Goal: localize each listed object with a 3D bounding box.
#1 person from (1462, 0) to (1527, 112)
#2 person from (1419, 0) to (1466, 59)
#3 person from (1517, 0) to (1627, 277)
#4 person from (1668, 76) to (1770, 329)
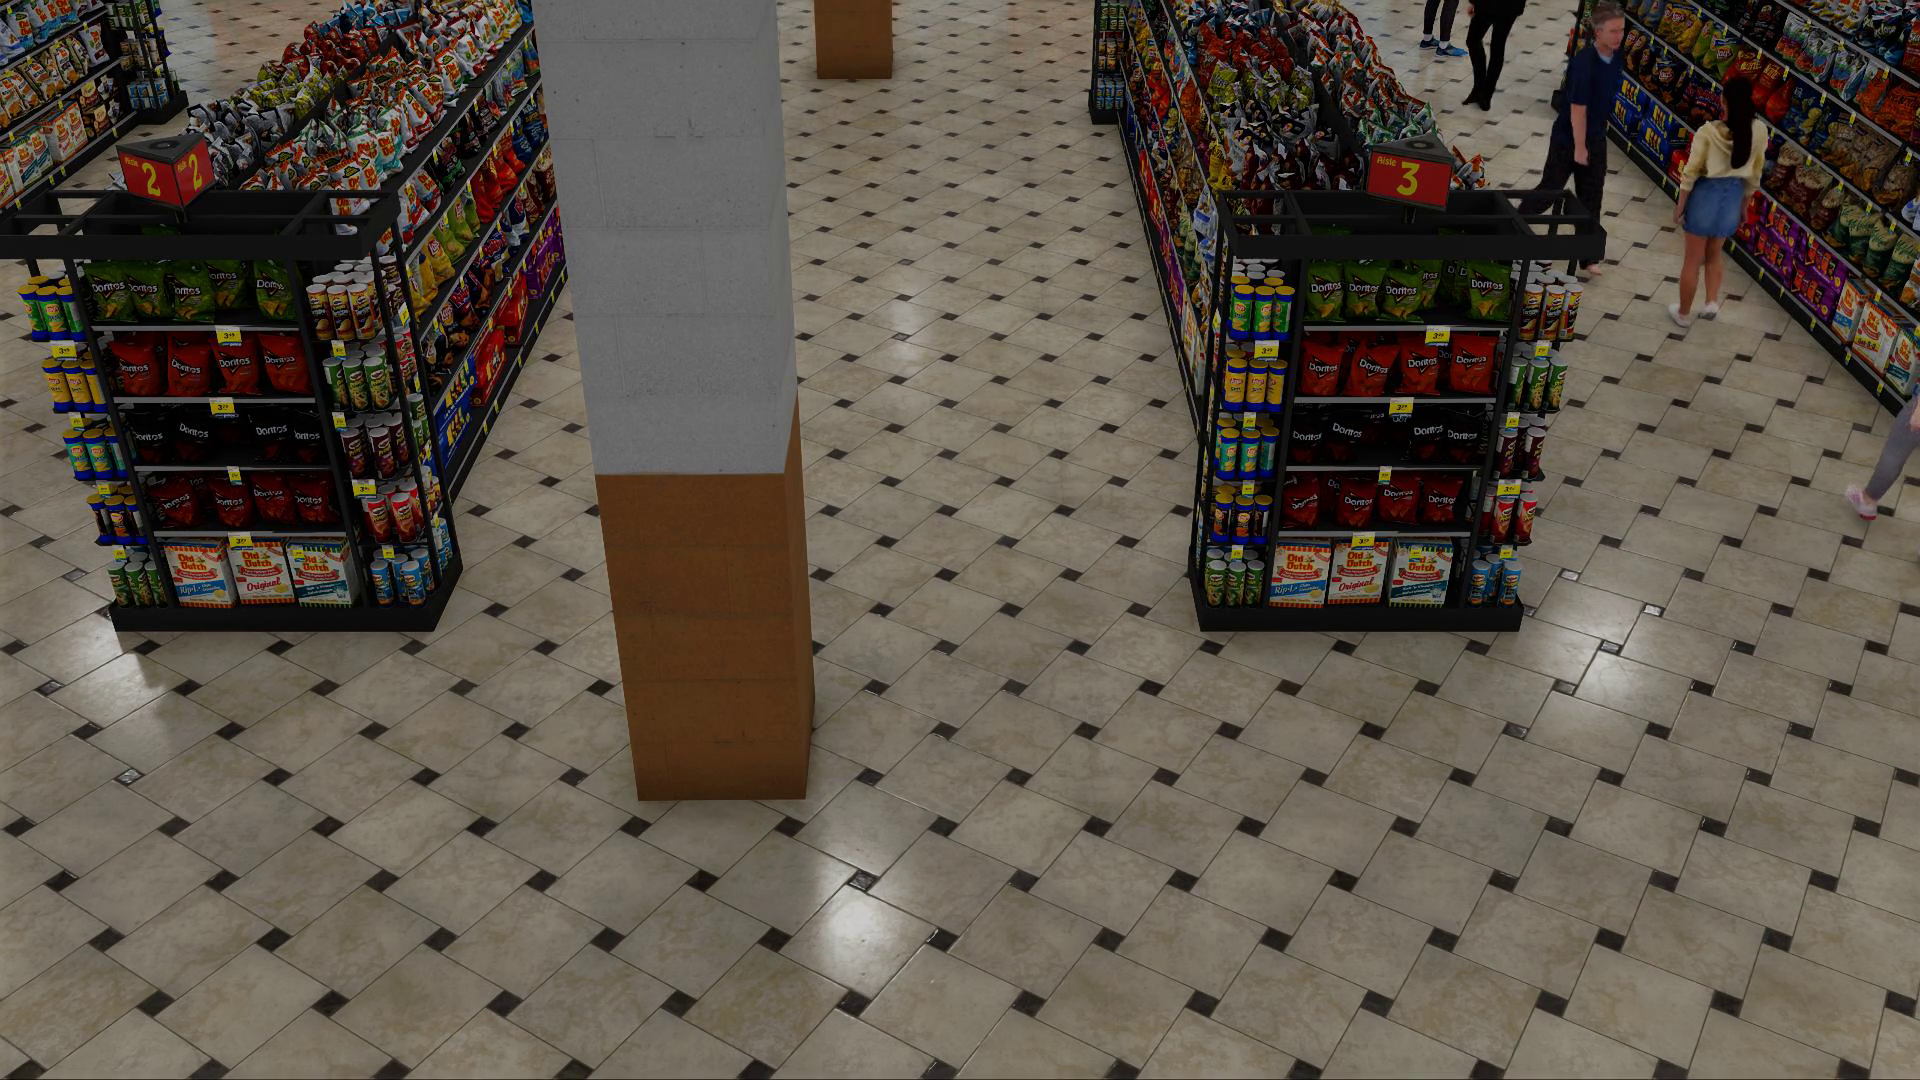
[{"bbox_3d":[4.650,-4.592,14.237,0.737,1.866,0.735,-4,32,-7],"label":"person"},{"bbox_3d":[4.680,-5.566,15.838,0.816,1.829,0.631,-10,33,-16],"label":"person"},{"bbox_3d":[4.136,-2.729,11.293,1.009,1.814,1.170,-24,39,-33],"label":"person"},{"bbox_3d":[4.744,-2.060,10.398,0.639,1.624,0.677,0,32,0],"label":"person"}]
